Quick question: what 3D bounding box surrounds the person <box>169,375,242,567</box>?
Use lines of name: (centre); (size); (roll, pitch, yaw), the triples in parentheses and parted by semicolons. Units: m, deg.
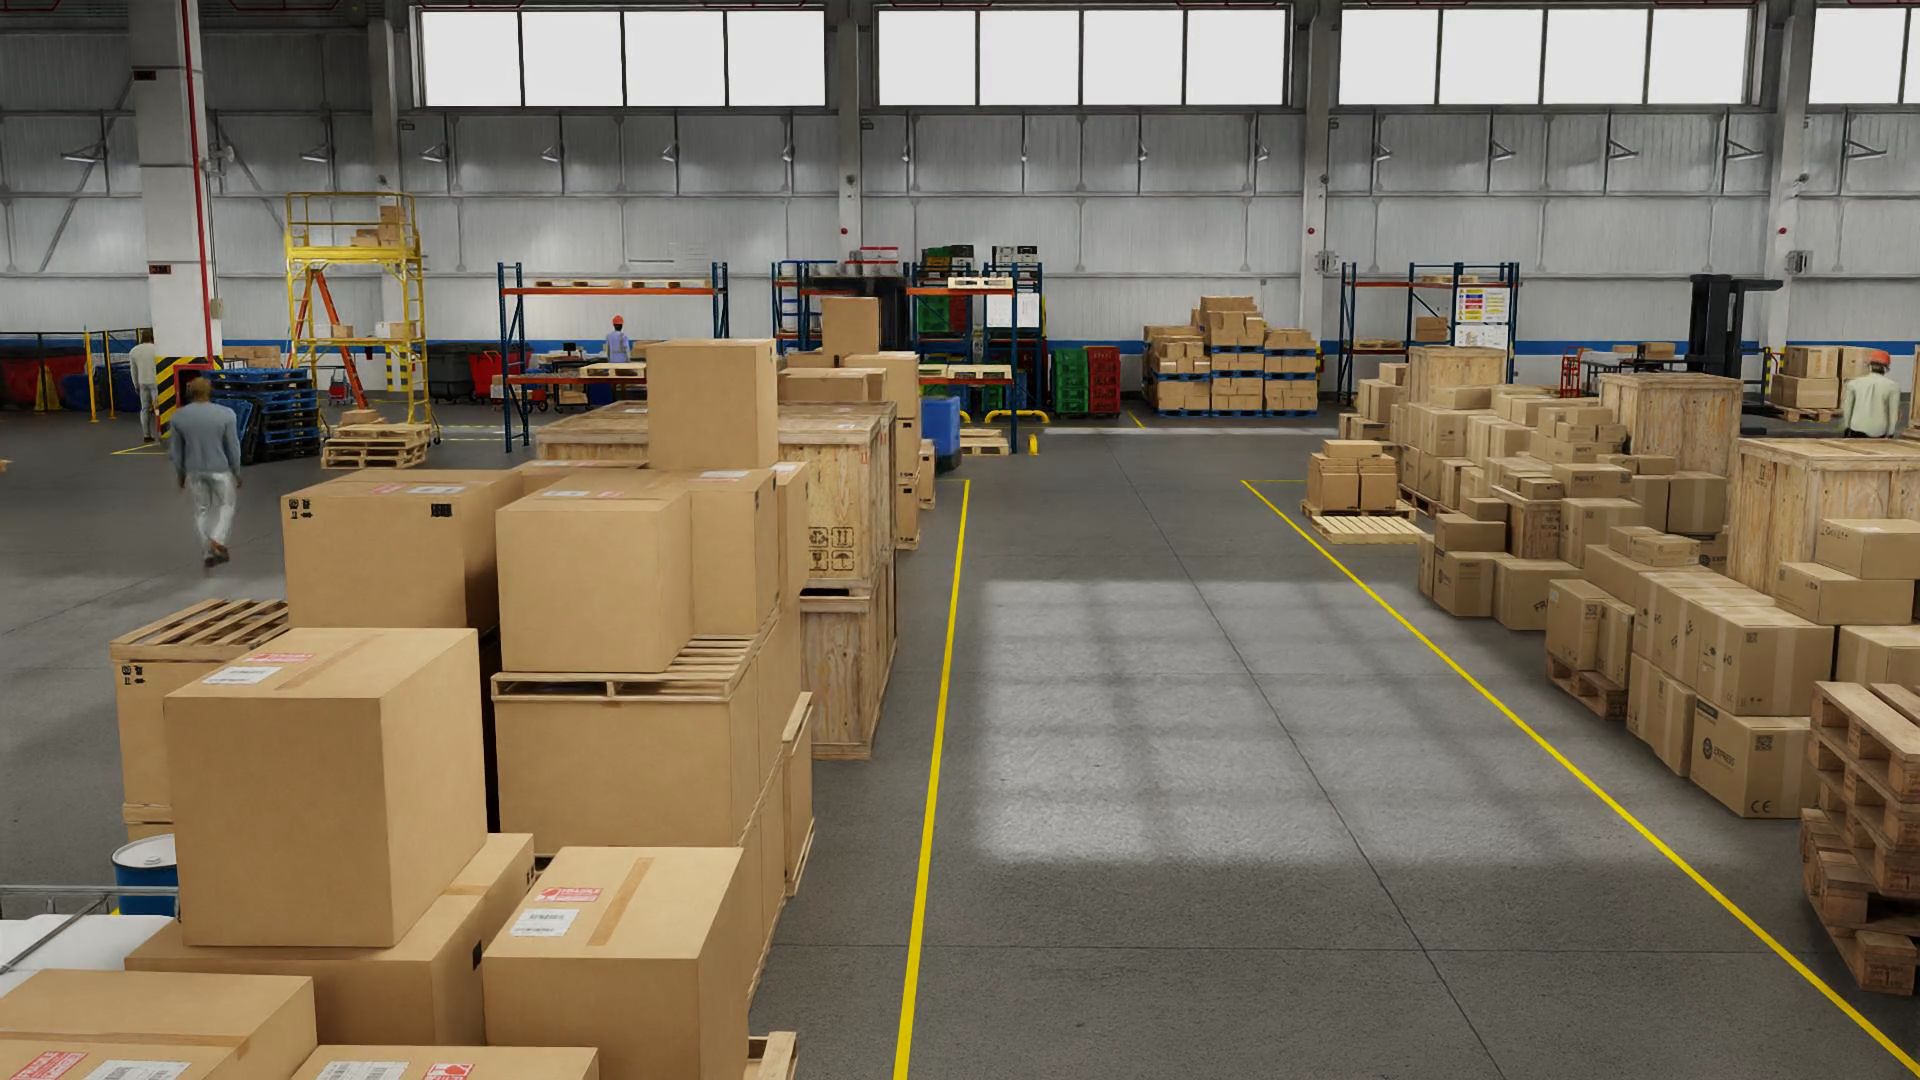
person: (-7.486, -0.684, 16.572); (0.662, 1.927, 0.425); (-1, 10, -8)

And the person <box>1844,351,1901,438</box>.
person: (11.341, -1.381, 20.722); (0.629, 1.940, 1.017); (7, 12, 38)

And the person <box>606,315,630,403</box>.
person: (-7.076, -3.696, 34.589); (0.552, 1.936, 0.362); (4, 10, 22)

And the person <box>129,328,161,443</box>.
person: (-13.651, -2.607, 28.067); (0.629, 1.939, 0.371); (0, 9, 3)

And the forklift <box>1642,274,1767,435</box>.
forklift: (13.097, -3.274, 29.247); (1.873, 2.768, 1.129); (0, 9, 1)

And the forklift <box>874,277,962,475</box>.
forklift: (-0.966, -2.395, 23.983); (1.873, 2.768, 1.129); (2, 10, 9)
